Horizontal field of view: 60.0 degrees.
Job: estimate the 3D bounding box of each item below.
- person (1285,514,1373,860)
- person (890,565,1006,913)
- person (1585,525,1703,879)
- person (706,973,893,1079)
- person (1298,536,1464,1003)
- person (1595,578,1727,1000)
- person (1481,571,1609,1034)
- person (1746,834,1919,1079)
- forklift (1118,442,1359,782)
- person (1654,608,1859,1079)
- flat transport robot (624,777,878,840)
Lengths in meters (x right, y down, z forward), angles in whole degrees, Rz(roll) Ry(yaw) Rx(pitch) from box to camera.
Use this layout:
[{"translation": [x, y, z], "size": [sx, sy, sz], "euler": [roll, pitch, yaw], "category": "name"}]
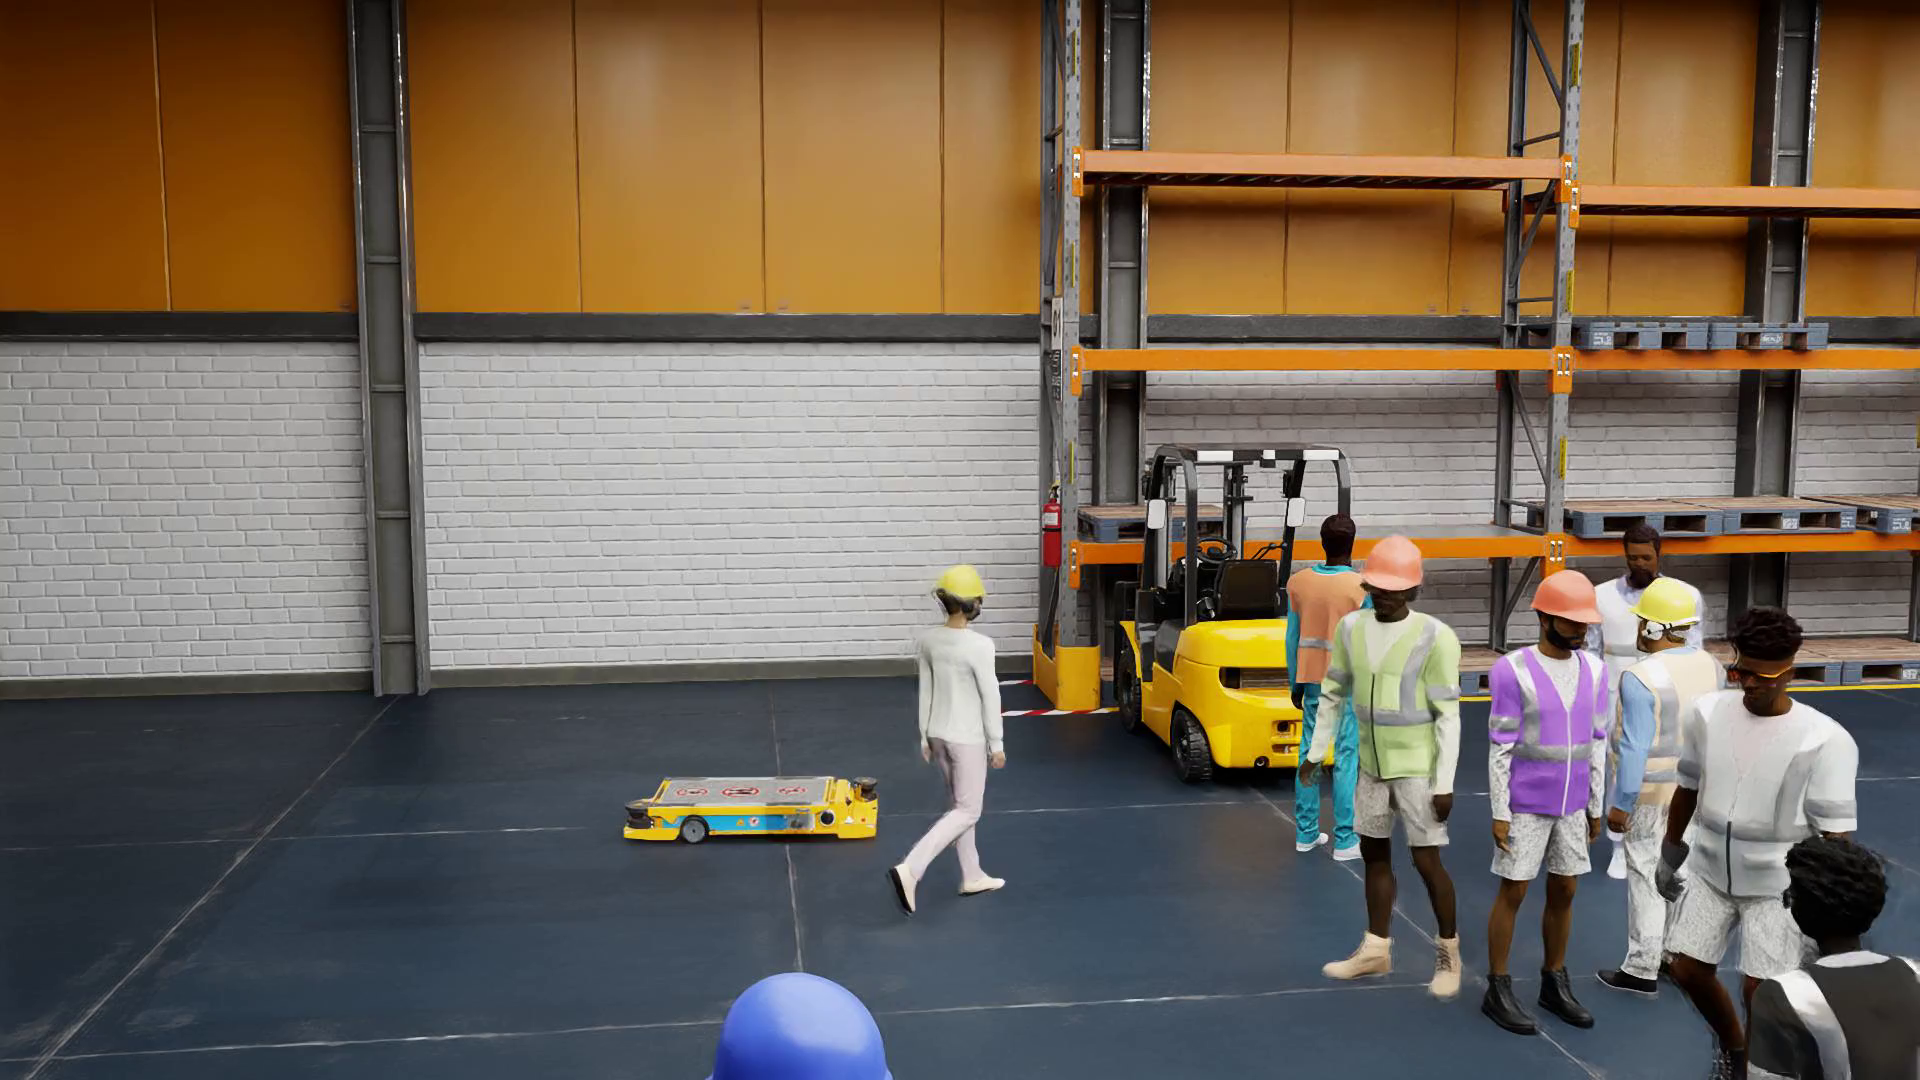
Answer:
[{"translation": [2.074, 0.811, 9.236], "size": [0.382, 1.921, 0.597], "euler": [-6, 9, -43], "category": "person"}, {"translation": [-0.056, 0.995, 8.383], "size": [0.735, 1.743, 0.526], "euler": [-5, 8, -37], "category": "person"}, {"translation": [3.699, 0.847, 9.038], "size": [0.607, 1.898, 0.667], "euler": [3, 7, 23], "category": "person"}, {"translation": [-0.184, 1.580, 2.444], "size": [0.416, 1.939, 0.605], "euler": [3, 7, 27], "category": "person"}, {"translation": [1.869, 0.979, 7.330], "size": [0.529, 2.035, 0.785], "euler": [-5, 8, -35], "category": "person"}, {"translation": [3.051, 1.077, 7.278], "size": [0.592, 1.836, 0.404], "euler": [-4, 8, -32], "category": "person"}, {"translation": [2.443, 1.080, 6.874], "size": [0.545, 1.928, 0.402], "euler": [-2, 7, -15], "category": "person"}, {"translation": [2.155, 1.546, 3.995], "size": [0.539, 1.647, 0.914], "euler": [-2, 7, -21], "category": "person"}, {"translation": [1.912, 0.418, 11.496], "size": [1.214, 2.155, 2.313], "euler": [-1, 7, -8], "category": "forklift"}, {"translation": [2.773, 1.185, 5.836], "size": [0.672, 1.949, 0.728], "euler": [-5, 8, -36], "category": "person"}, {"translation": [-1.204, 1.567, 9.767], "size": [1.431, 0.197, 0.652], "euler": [0, 7, -2], "category": "flat transport robot"}]
